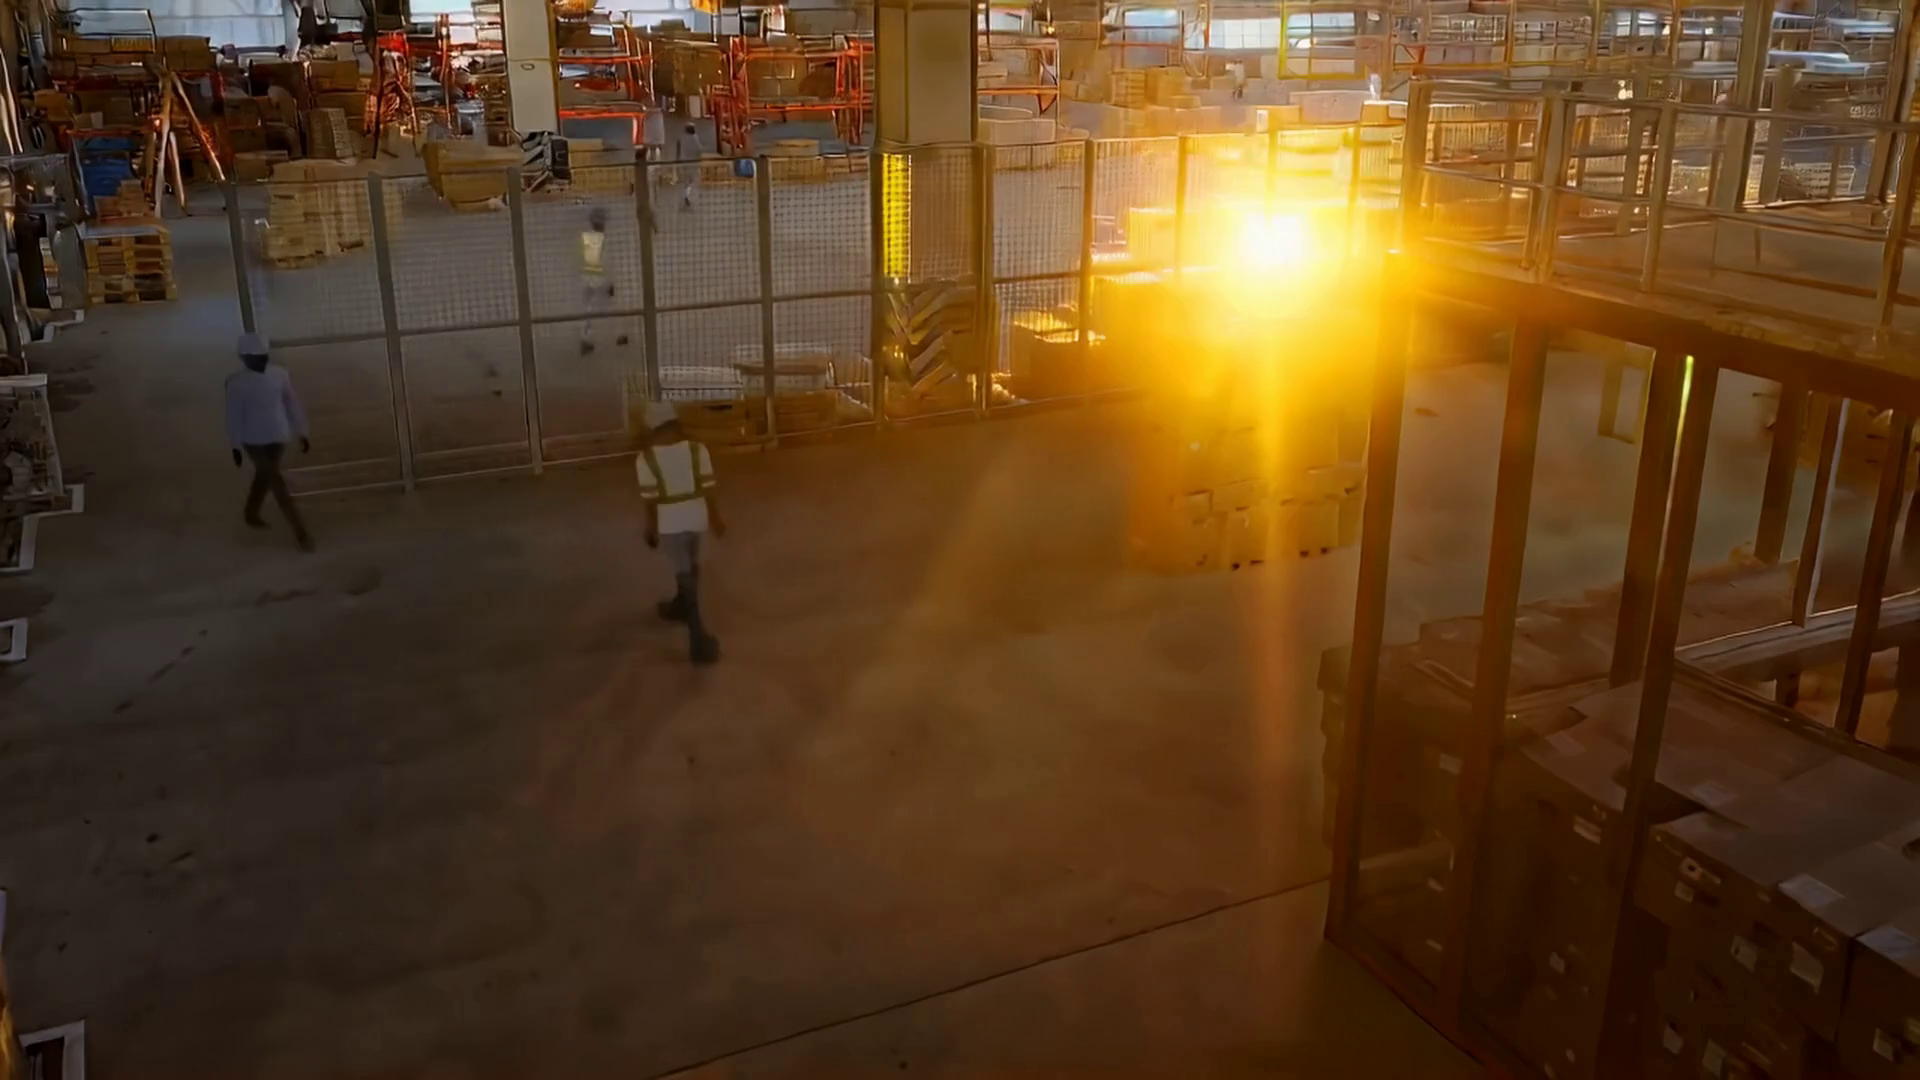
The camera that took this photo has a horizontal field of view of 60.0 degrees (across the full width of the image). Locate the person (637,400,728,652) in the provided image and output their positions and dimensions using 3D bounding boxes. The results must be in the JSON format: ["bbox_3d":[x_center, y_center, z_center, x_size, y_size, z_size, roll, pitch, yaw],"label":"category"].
[{"bbox_3d":[-2.097,-0.129,12.592,0.600,1.863,0.978,-9,21,-25],"label":"person"}]

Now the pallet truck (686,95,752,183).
[{"bbox_3d":[-5.836,-9.608,39.856,0.823,1.965,1.885,10,22,27],"label":"pallet truck"}]

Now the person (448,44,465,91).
[{"bbox_3d":[-20.809,-19.530,68.780,0.655,1.883,1.004,0,19,-1],"label":"person"}]

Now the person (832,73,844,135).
[{"bbox_3d":[-3.662,-13.341,50.908,0.346,1.846,0.505,17,25,40],"label":"person"}]

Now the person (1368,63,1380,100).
[{"bbox_3d":[13.378,-14.414,53.832,0.361,1.965,0.613,10,21,26],"label":"person"}]

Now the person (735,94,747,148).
[{"bbox_3d":[-5.777,-10.938,44.097,0.325,1.740,0.492,7,20,19],"label":"person"}]

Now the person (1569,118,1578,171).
[{"bbox_3d":[13.967,-9.118,38.390,0.410,2.035,0.601,-3,19,-8],"label":"person"}]

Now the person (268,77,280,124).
[{"bbox_3d":[-20.277,-12.831,49.463,1.005,1.833,0.593,12,22,30],"label":"person"}]

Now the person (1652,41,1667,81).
[{"bbox_3d":[31.403,-21.567,74.668,0.639,1.904,0.410,-6,20,-16],"label":"person"}]

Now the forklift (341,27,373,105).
[{"bbox_3d":[-22.275,-17.346,60.954,1.873,2.768,1.129,-9,21,-25],"label":"forklift"}]

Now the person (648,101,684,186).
[{"bbox_3d":[-6.969,-9.249,38.887,1.008,1.941,0.613,9,21,25],"label":"person"}]

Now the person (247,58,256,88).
[{"bbox_3d":[-24.428,-15.690,57.574,0.355,1.939,0.544,-7,20,-19],"label":"person"}]

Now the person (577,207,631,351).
[{"bbox_3d":[-4.851,-3.499,22.302,0.612,1.907,0.991,6,20,18],"label":"person"}]

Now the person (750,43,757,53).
[{"bbox_3d":[-8.824,-20.091,70.415,0.579,1.887,0.859,-8,21,-22],"label":"person"}]

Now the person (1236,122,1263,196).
[{"bbox_3d":[6.135,-7.805,34.845,0.570,1.848,0.685,-11,22,-28],"label":"person"}]

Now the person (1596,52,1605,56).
[{"bbox_3d":[28.768,-21.537,74.972,0.512,1.642,0.312,5,20,13],"label":"person"}]

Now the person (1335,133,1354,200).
[{"bbox_3d":[7.629,-7.194,33.128,0.653,1.828,0.638,18,26,42],"label":"person"}]

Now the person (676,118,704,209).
[{"bbox_3d":[-5.707,-7.916,35.073,0.600,1.914,0.616,9,21,24],"label":"person"}]

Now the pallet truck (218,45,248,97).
[{"bbox_3d":[-28.879,-18.665,66.111,0.823,1.965,1.885,-3,19,-9],"label":"pallet truck"}]

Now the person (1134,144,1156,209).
[{"bbox_3d":[3.294,-6.183,30.047,0.379,1.920,0.594,-8,21,-23],"label":"person"}]

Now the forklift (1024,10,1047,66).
[{"bbox_3d":[3.593,-25.497,84.581,1.873,2.768,1.129,-9,21,-25],"label":"forklift"}]

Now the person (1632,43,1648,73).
[{"bbox_3d":[27.912,-19.426,68.404,0.632,1.940,0.372,4,19,10],"label":"person"}]

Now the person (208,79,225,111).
[{"bbox_3d":[-24.849,-14.841,55.583,0.544,1.612,0.675,-1,19,-4],"label":"person"}]

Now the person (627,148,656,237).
[{"bbox_3d":[-6.003,-6.556,31.499,0.540,1.676,0.560,-8,21,-22],"label":"person"}]

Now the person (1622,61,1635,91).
[{"bbox_3d":[24.128,-16.446,60.141,0.389,1.688,0.537,-11,22,-29],"label":"person"}]

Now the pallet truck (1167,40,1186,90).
[{"bbox_3d":[9.045,-19.971,69.895,0.823,1.965,1.885,-3,19,-8],"label":"pallet truck"}]

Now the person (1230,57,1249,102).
[{"bbox_3d":[10.648,-17.532,63.351,0.540,1.646,0.854,-10,21,-27],"label":"person"}]

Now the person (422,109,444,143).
[{"bbox_3d":[-12.383,-9.260,39.209,0.522,1.761,0.321,3,19,9],"label":"person"}]

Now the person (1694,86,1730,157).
[{"bbox_3d":[20.376,-11.259,44.802,0.946,1.886,0.567,18,26,41],"label":"person"}]

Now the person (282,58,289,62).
[{"bbox_3d":[-23.469,-15.792,57.905,0.771,1.918,0.641,2,19,6],"label":"person"}]

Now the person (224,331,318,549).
[{"bbox_3d":[-6.191,-0.921,14.791,1.072,1.938,0.603,10,21,26],"label":"person"}]

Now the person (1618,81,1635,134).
[{"bbox_3d":[20.030,-12.969,50.072,0.548,1.679,0.383,4,19,12],"label":"person"}]
